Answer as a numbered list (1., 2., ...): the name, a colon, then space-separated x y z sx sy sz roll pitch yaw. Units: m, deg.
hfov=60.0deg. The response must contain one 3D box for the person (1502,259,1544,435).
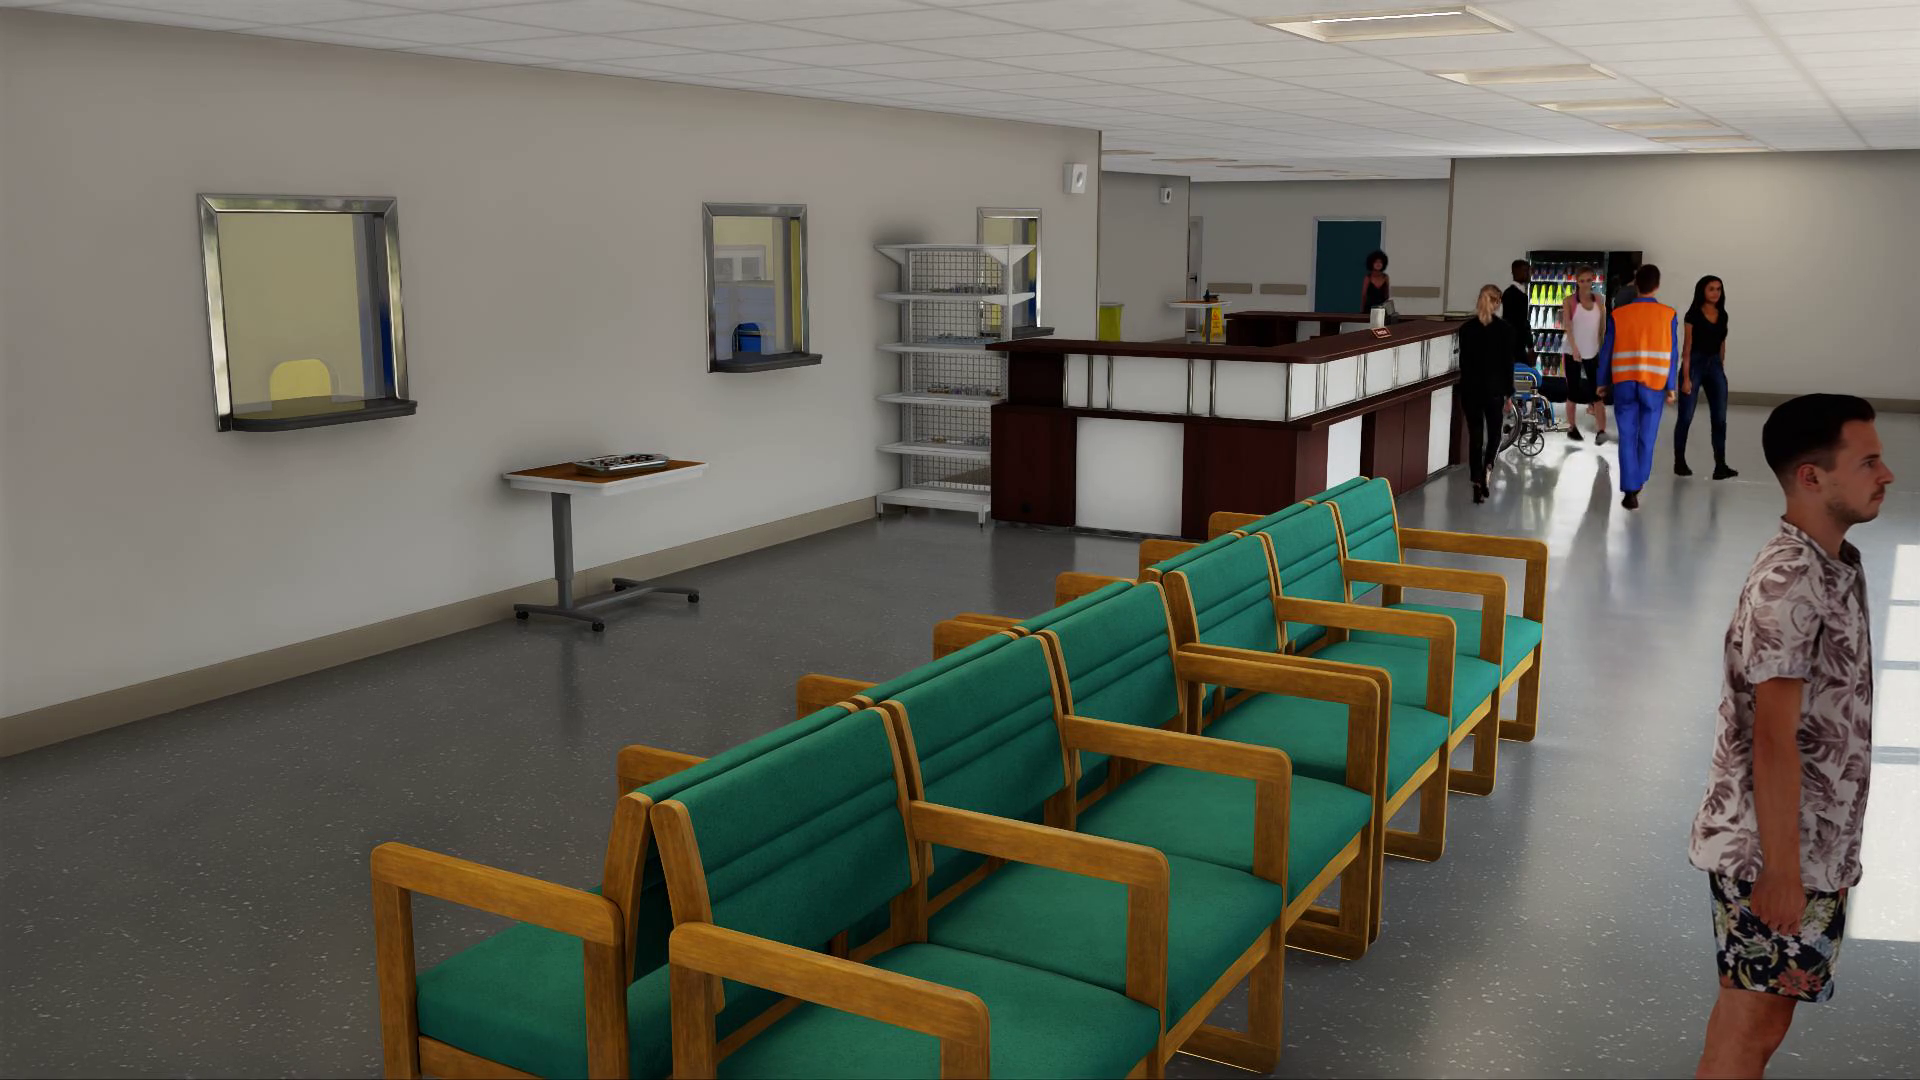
1. person: 5.607 -1.977 17.134 0.755 1.791 0.671 5 12 24

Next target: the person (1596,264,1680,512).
1. person: 5.096 -1.110 12.497 1.175 1.816 0.930 4 11 19

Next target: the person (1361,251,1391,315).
1. person: 5.786 -3.123 23.266 1.053 1.755 1.034 -1 11 -8

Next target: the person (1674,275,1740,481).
1. person: 6.265 -1.376 14.180 1.008 1.711 0.989 -1 11 -6

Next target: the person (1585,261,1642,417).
1. person: 7.226 -2.145 18.186 1.211 1.729 1.013 -1 11 -3

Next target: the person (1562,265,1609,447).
1. person: 6.005 -1.766 16.202 1.142 1.723 1.034 0 11 -3

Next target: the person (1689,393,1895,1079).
1. person: 1.731 0.592 3.527 0.542 1.816 0.657 6 12 30

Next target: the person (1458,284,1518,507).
1. person: 3.973 -1.084 12.684 0.650 1.694 0.680 6 12 29
